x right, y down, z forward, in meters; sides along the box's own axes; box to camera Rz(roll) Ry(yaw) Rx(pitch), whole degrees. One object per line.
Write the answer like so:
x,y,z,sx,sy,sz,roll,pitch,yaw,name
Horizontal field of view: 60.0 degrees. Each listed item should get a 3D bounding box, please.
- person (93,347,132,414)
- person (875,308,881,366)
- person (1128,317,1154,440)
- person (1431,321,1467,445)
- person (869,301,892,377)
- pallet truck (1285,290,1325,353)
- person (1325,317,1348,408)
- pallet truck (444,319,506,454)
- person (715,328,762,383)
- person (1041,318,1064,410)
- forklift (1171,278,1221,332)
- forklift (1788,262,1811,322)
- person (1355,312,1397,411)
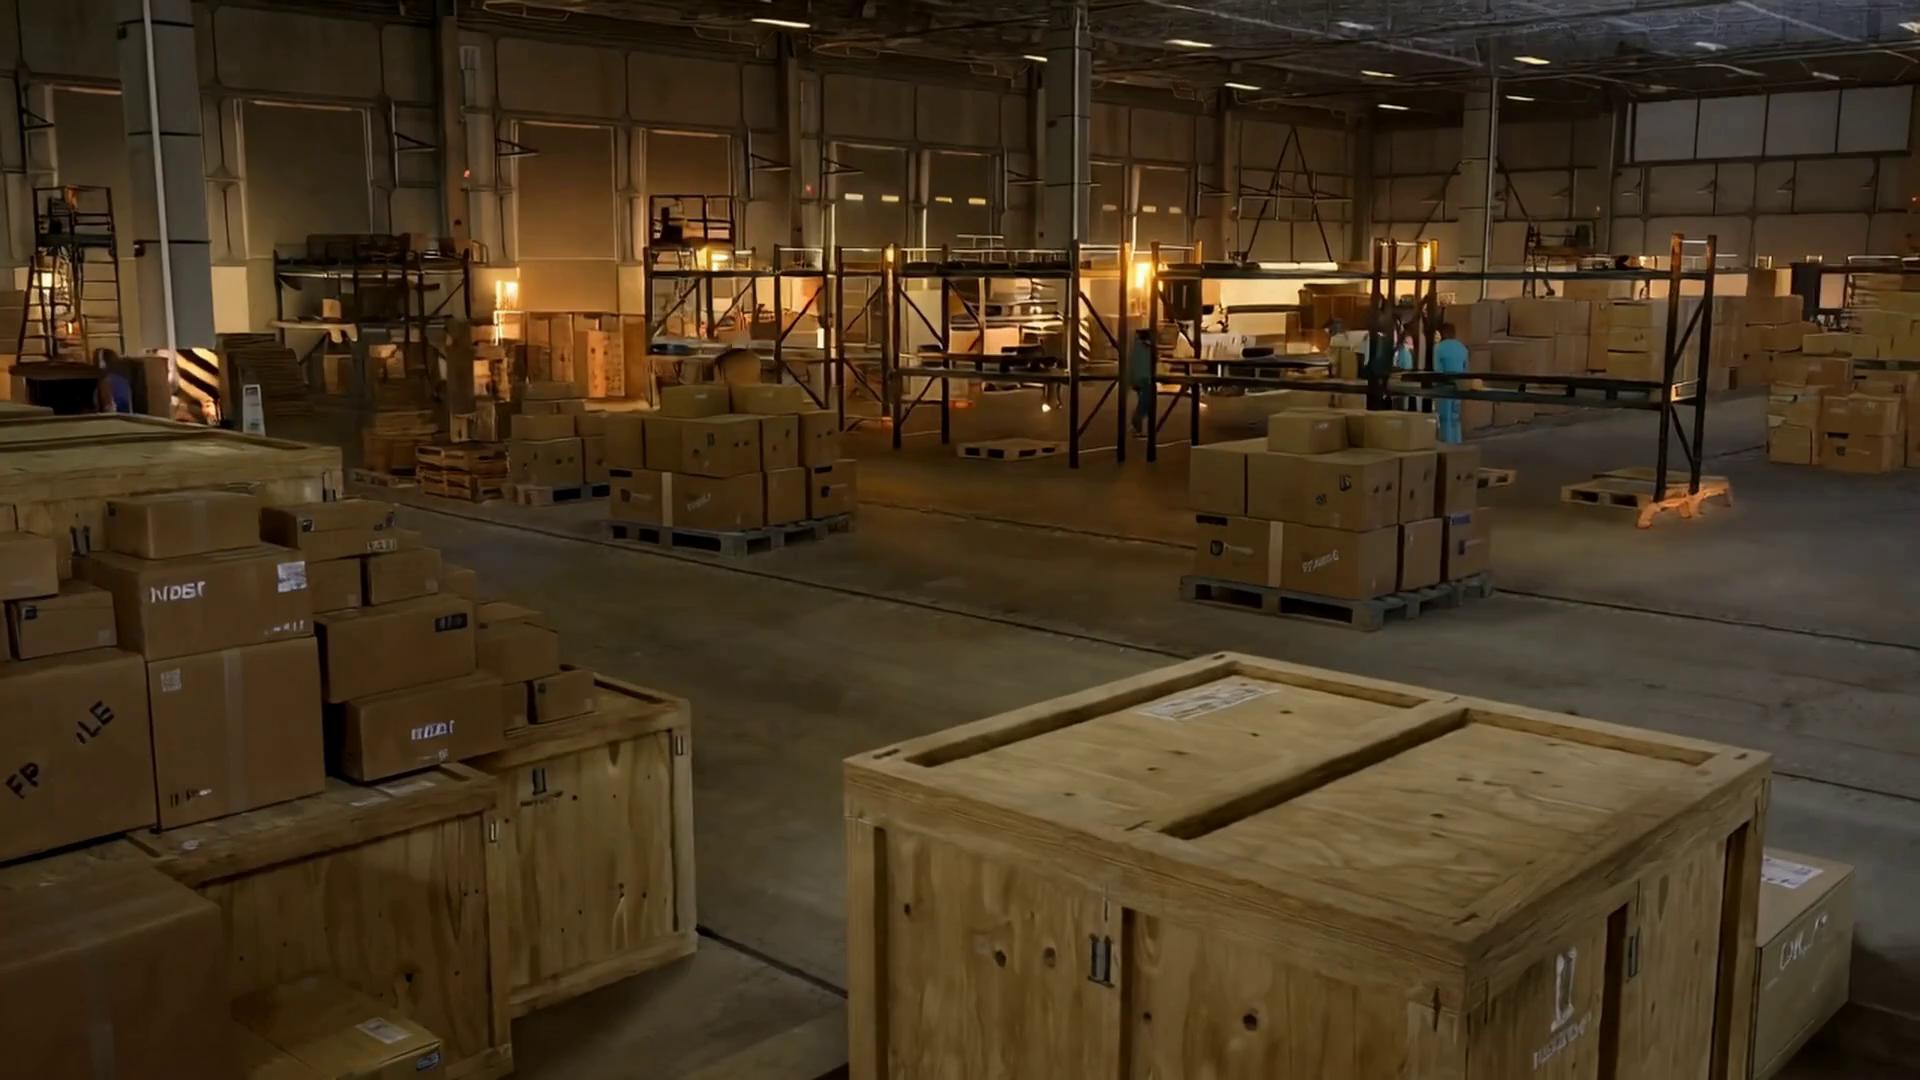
-8.989,-1.093,17.420,0.859,1.838,0.554,0,9,-3,person
-2.159,-5.387,44.404,0.324,1.631,0.522,-1,9,-5,person
2.855,-2.482,25.719,0.416,1.911,0.599,1,9,4,person
6.774,-2.074,23.187,0.624,1.931,0.376,-5,10,-28,person
-1.936,-4.882,40.561,0.569,1.883,0.964,-1,9,-5,person
11.297,-6.951,52.861,1.885,1.965,0.823,-5,11,-29,pallet truck
5.748,-2.446,25.471,0.369,1.932,0.623,4,10,25,person
-6.981,-1.942,22.150,1.885,1.965,0.823,1,9,9,pallet truck
-2.725,-1.715,21.027,0.656,1.906,0.900,3,10,16,person
1.759,-3.322,31.411,0.485,1.739,0.320,-4,10,-25,person
6.364,-6.425,46.939,1.873,2.768,1.129,9,13,43,forklift
21.878,-5.862,43.487,1.873,2.768,1.129,7,11,36,forklift
6.410,-2.584,25.954,0.718,2.000,0.639,-4,10,-24,person
